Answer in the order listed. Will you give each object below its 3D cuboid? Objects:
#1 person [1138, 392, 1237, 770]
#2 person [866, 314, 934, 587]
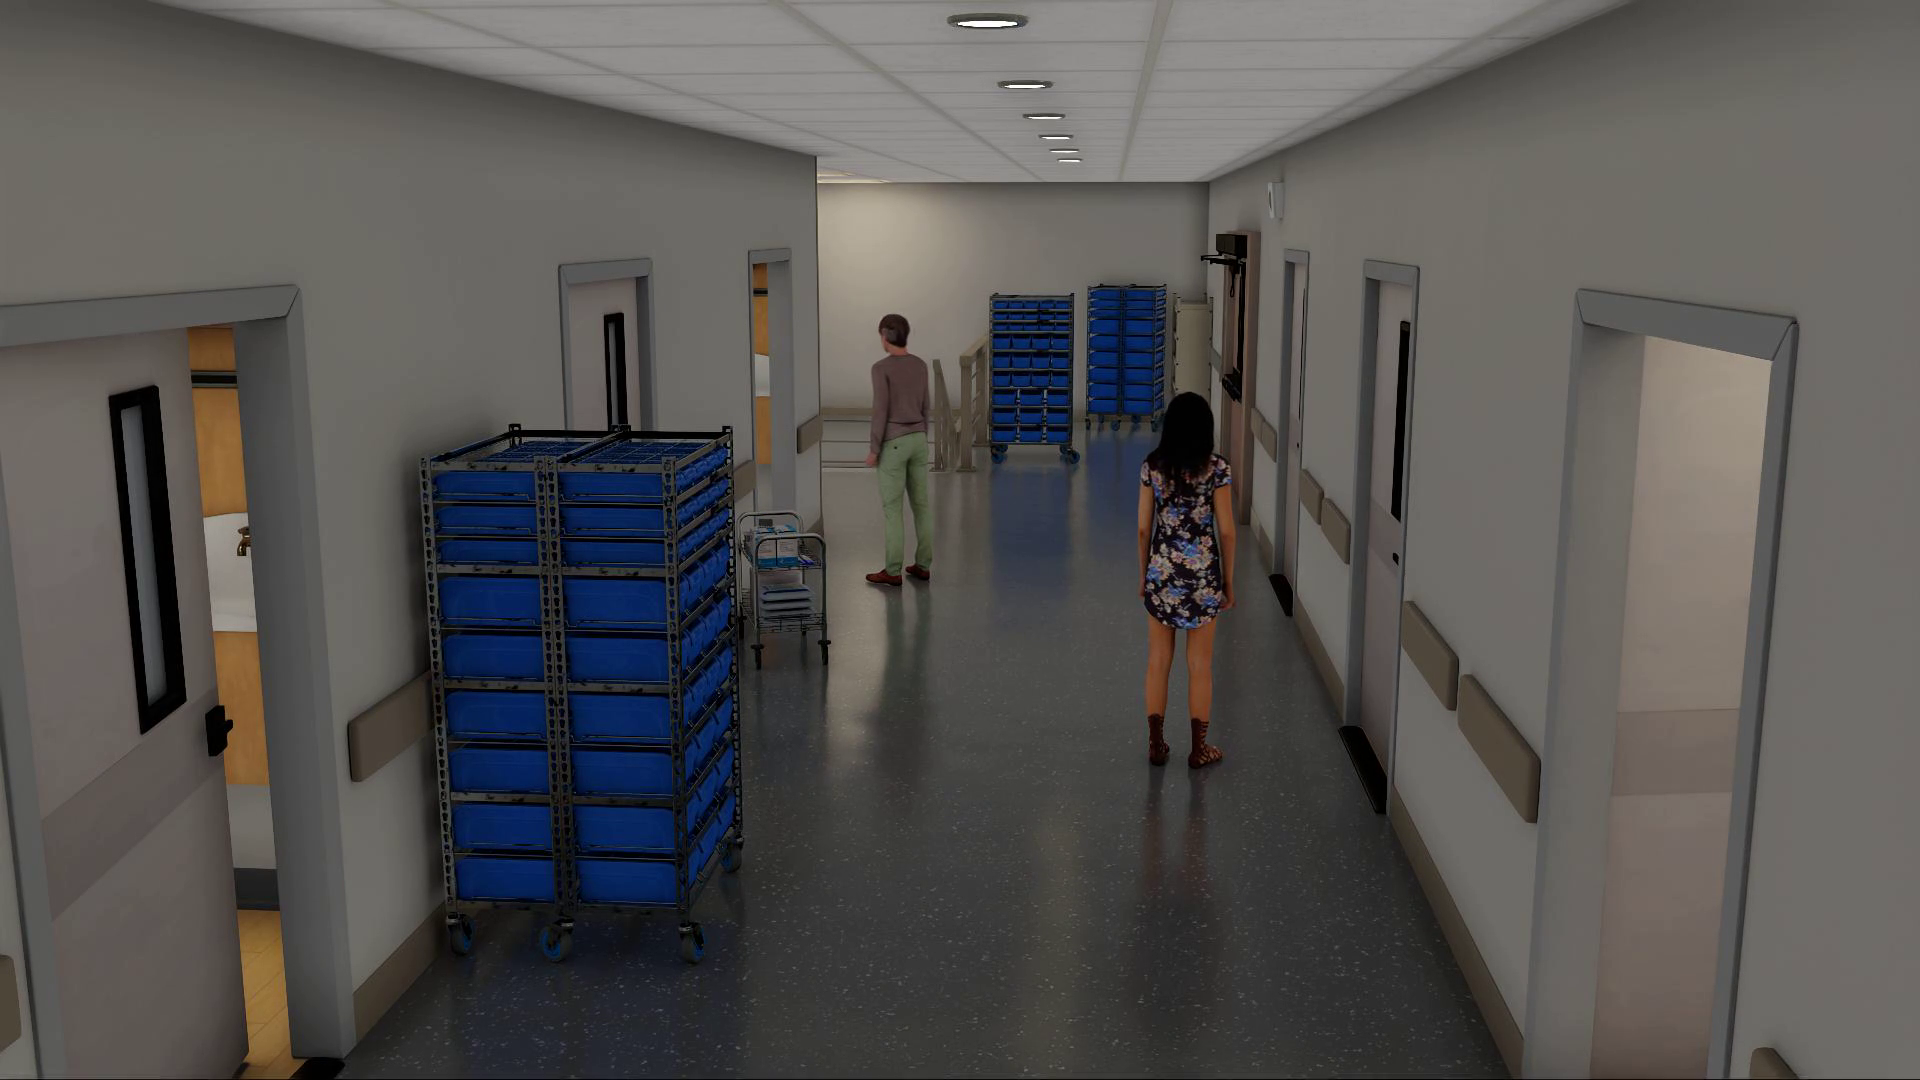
[{"bbox_3d":[1.020,0.184,7.625,0.656,1.733,0.618,4,12,21],"label":"person"},{"bbox_3d":[-0.403,-0.627,11.542,0.767,1.866,0.832,-9,14,-40],"label":"person"}]
